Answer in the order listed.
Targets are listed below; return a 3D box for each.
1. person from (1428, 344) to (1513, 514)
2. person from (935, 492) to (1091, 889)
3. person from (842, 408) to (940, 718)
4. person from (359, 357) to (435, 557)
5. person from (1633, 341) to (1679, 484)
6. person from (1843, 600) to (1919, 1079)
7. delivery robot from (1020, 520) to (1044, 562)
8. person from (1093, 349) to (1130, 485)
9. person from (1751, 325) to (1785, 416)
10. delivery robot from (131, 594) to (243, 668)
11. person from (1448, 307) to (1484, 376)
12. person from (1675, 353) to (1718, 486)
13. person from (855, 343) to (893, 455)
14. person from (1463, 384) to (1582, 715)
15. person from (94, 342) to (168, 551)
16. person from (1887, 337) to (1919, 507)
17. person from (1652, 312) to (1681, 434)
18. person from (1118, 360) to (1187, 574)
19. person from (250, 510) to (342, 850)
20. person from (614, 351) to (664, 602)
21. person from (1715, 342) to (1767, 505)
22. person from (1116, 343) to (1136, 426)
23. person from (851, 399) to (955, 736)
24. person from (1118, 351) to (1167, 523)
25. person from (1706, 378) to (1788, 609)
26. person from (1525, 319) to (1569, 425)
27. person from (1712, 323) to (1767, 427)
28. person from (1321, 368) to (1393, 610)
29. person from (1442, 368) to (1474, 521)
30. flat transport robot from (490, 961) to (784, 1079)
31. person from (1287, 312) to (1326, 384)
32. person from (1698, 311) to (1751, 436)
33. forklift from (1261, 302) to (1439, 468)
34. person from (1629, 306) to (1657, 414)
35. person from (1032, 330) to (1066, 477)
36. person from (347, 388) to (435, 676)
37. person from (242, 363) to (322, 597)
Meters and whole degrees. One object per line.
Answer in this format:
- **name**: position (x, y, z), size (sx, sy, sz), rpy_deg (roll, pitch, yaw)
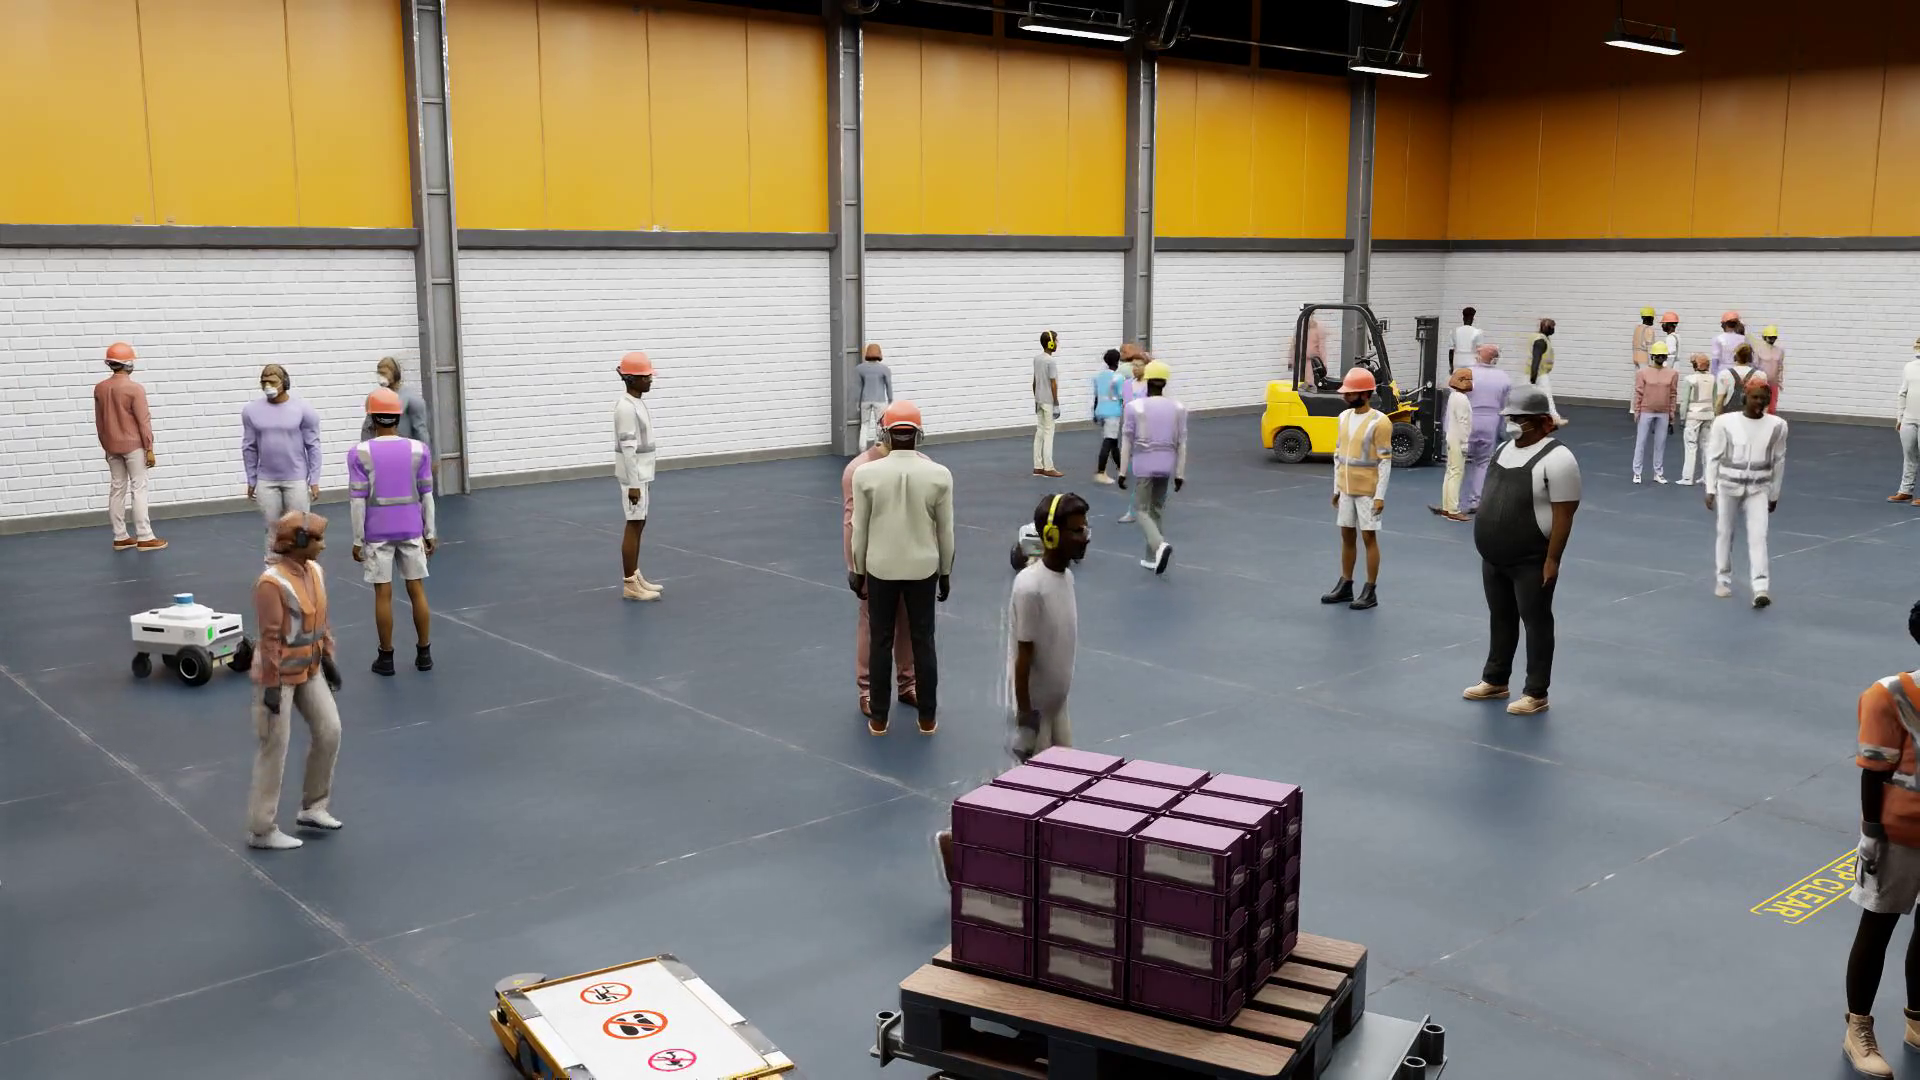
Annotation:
- **person**: position (5.593, -1.208, 18.200), size (0.833, 1.859, 0.409), rpy_deg (0, 10, 1)
- **person**: position (0.275, 0.706, 7.005), size (0.695, 1.851, 0.538), rpy_deg (5, 11, 28)
- **person**: position (-0.398, 0.129, 10.231), size (0.651, 1.904, 0.403), rpy_deg (-6, 11, -31)
- **person**: position (-5.284, -0.754, 15.483), size (0.645, 1.882, 1.046), rpy_deg (5, 11, 26)
- **person**: position (8.609, -1.569, 20.610), size (0.532, 1.775, 0.337), rpy_deg (1, 10, 5)
- **person**: position (3.301, 1.007, 5.694), size (0.534, 1.697, 0.318), rpy_deg (-2, 10, -10)
- **delivery robot**: position (0.828, -0.063, 15.003), size (0.477, 0.478, 0.707), rpy_deg (6, 10, 29)
- **person**: position (1.951, -1.534, 20.659), size (0.815, 1.654, 0.564), rpy_deg (-6, 11, -32)
- **person**: position (12.321, -2.384, 25.375), size (0.558, 1.763, 0.340), rpy_deg (-1, 10, -5)
- **delivery robot**: position (-5.172, 0.603, 11.127), size (0.707, 0.478, 0.477), rpy_deg (3, 10, 19)
- **person**: position (8.559, -2.954, 28.118), size (0.602, 1.958, 0.369), rpy_deg (6, 11, 32)
- **person**: position (9.073, -1.478, 20.446), size (0.515, 1.628, 0.322), rpy_deg (-3, 10, -16)
- **person**: position (-1.172, -1.887, 22.852), size (0.512, 1.632, 0.335), rpy_deg (2, 10, 13)
- **person**: position (3.445, 0.049, 10.299), size (0.537, 2.000, 0.682), rpy_deg (-4, 11, -24)
- **person**: position (-7.957, -0.887, 15.905), size (0.614, 1.997, 0.374), rpy_deg (3, 10, 18)
- **person**: position (10.860, -1.349, 18.783), size (0.354, 1.938, 0.636), rpy_deg (-3, 10, -18)
- **person**: position (11.205, -2.643, 26.363), size (0.362, 1.935, 0.553), rpy_deg (5, 11, 29)
- **person**: position (1.724, -0.635, 14.703), size (0.602, 1.905, 0.700), rpy_deg (-4, 10, -20)
- **person**: position (-3.181, 0.660, 7.978), size (0.409, 1.609, 0.519), rpy_deg (1, 10, 8)
- **person**: position (-2.626, -0.522, 13.632), size (0.376, 2.041, 0.615), rpy_deg (-1, 10, -4)
- **person**: position (8.825, -1.314, 18.848), size (0.508, 1.844, 0.332), rpy_deg (4, 10, 22)
- **person**: position (2.303, -1.896, 22.932), size (0.424, 1.617, 0.502), rpy_deg (8, 12, 38)
- **person**: position (-0.335, 0.167, 9.791), size (0.607, 1.987, 0.409), rpy_deg (-1, 10, -7)
- **person**: position (1.970, -1.106, 17.705), size (0.766, 1.825, 0.569), rpy_deg (-8, 13, -40)
- **person**: position (6.337, -0.383, 13.430), size (0.598, 1.832, 0.985), rpy_deg (3, 10, 17)
- **person**: position (9.702, -2.819, 27.880), size (0.984, 1.785, 0.719), rpy_deg (3, 10, 19)
- **person**: position (12.544, -2.565, 26.485), size (1.070, 1.767, 0.619), rpy_deg (7, 12, 34)
- **person**: position (3.182, -0.410, 13.299), size (0.375, 1.934, 0.547), rpy_deg (-6, 11, -32)
- **person**: position (5.336, -1.024, 17.768), size (0.279, 1.634, 0.498), rpy_deg (1, 10, 4)
- **flat transport robot**: position (-1.045, 1.741, 5.568), size (0.652, 0.197, 1.431), rpy_deg (-6, 11, -32)
- **person**: position (6.099, -3.158, 29.545), size (0.753, 1.881, 0.664), rpy_deg (-9, 13, -42)
- **person**: position (11.477, -2.432, 24.971), size (0.640, 1.986, 1.026), rpy_deg (0, 10, -3)
- **forklift**: position (5.320, -2.157, 22.763), size (2.313, 2.155, 1.214), rpy_deg (3, 10, 16)
- **person**: position (12.121, -3.170, 29.468), size (0.363, 1.930, 0.587), rpy_deg (-1, 10, -7)
- **person**: position (1.120, -1.737, 21.254), size (0.329, 1.874, 0.518), rpy_deg (-5, 11, -28)
- **person**: position (-3.832, -0.057, 11.223), size (0.551, 1.934, 0.373), rpy_deg (-6, 11, -31)
- **person**: position (-5.591, -0.489, 13.749), size (0.629, 1.939, 0.372), rpy_deg (0, 10, -1)
